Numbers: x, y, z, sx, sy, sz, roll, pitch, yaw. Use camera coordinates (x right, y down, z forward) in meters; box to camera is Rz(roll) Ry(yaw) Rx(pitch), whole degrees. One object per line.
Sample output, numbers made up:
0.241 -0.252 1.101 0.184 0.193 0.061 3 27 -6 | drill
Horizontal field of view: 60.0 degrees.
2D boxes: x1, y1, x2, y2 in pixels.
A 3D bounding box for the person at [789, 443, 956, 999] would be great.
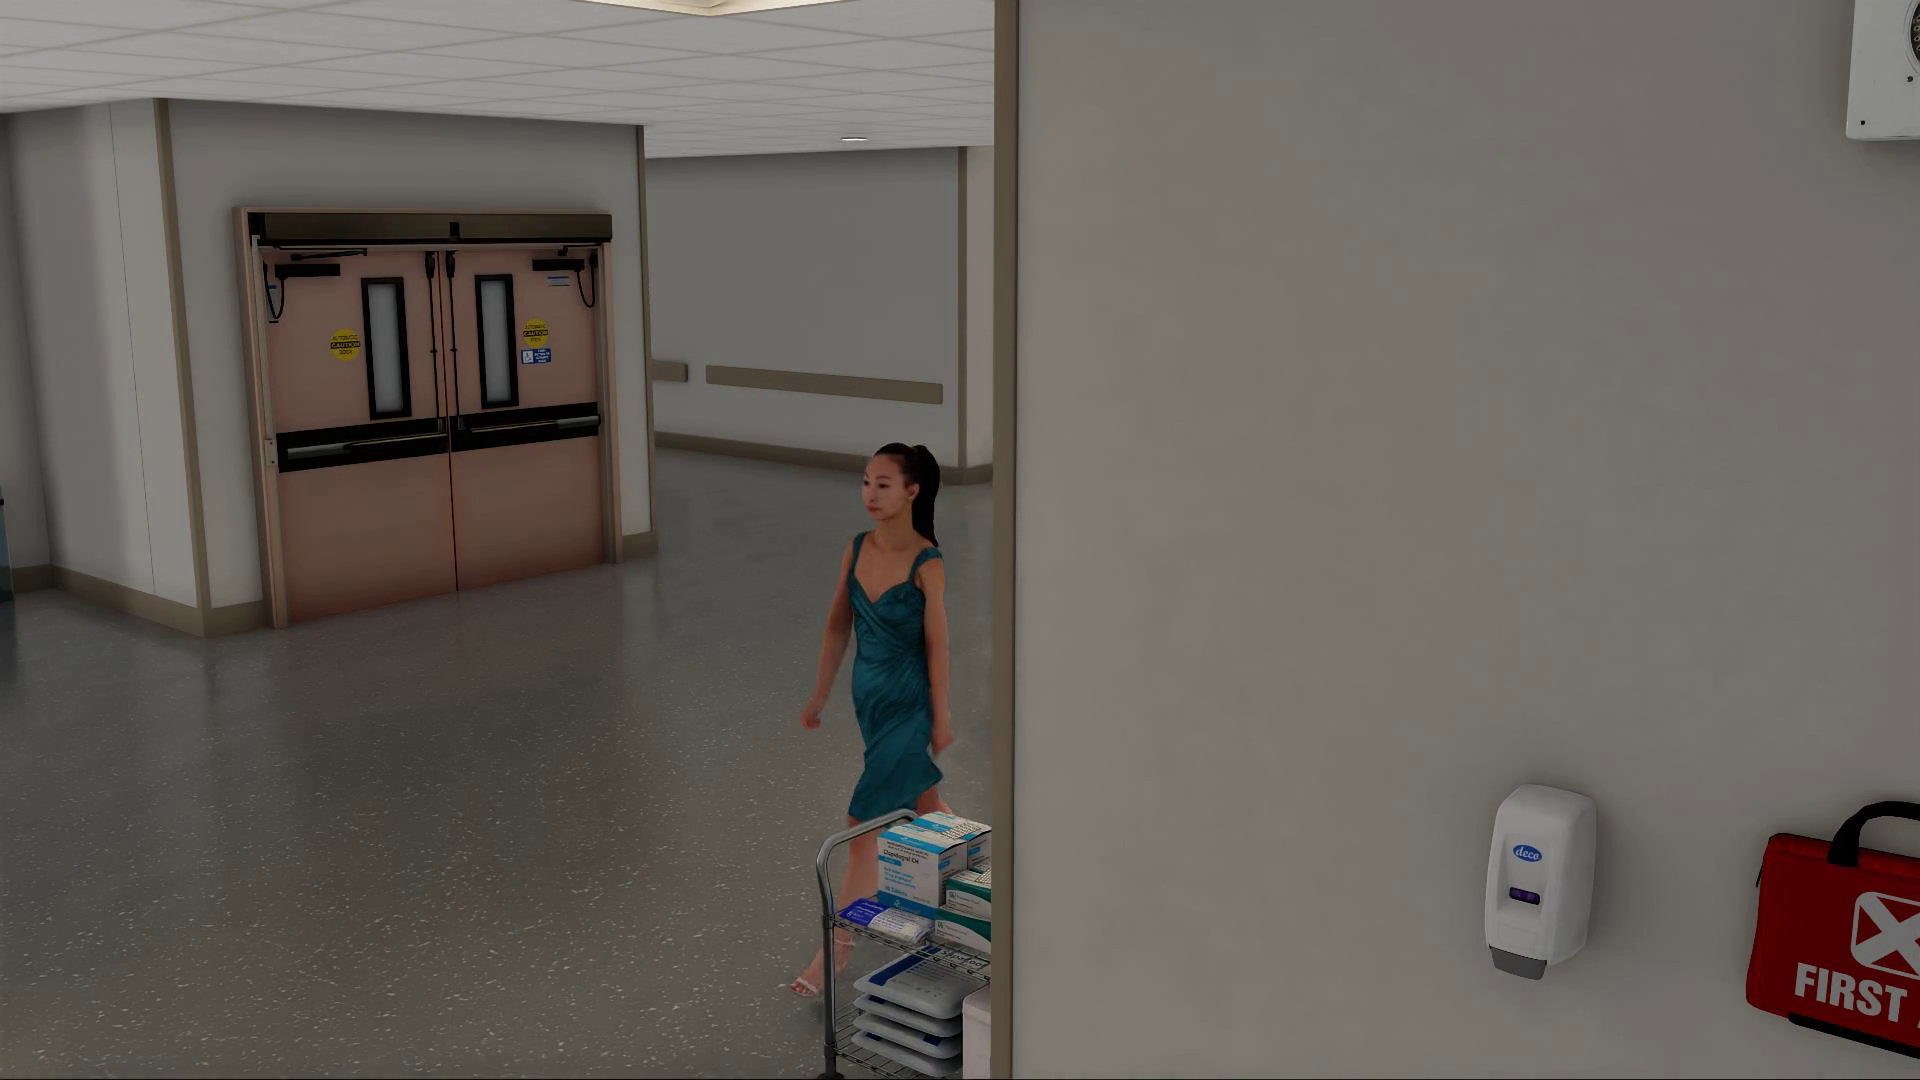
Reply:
-0.138 0.598 5.152 1.083 1.532 0.634 -10 15 -43 | person
